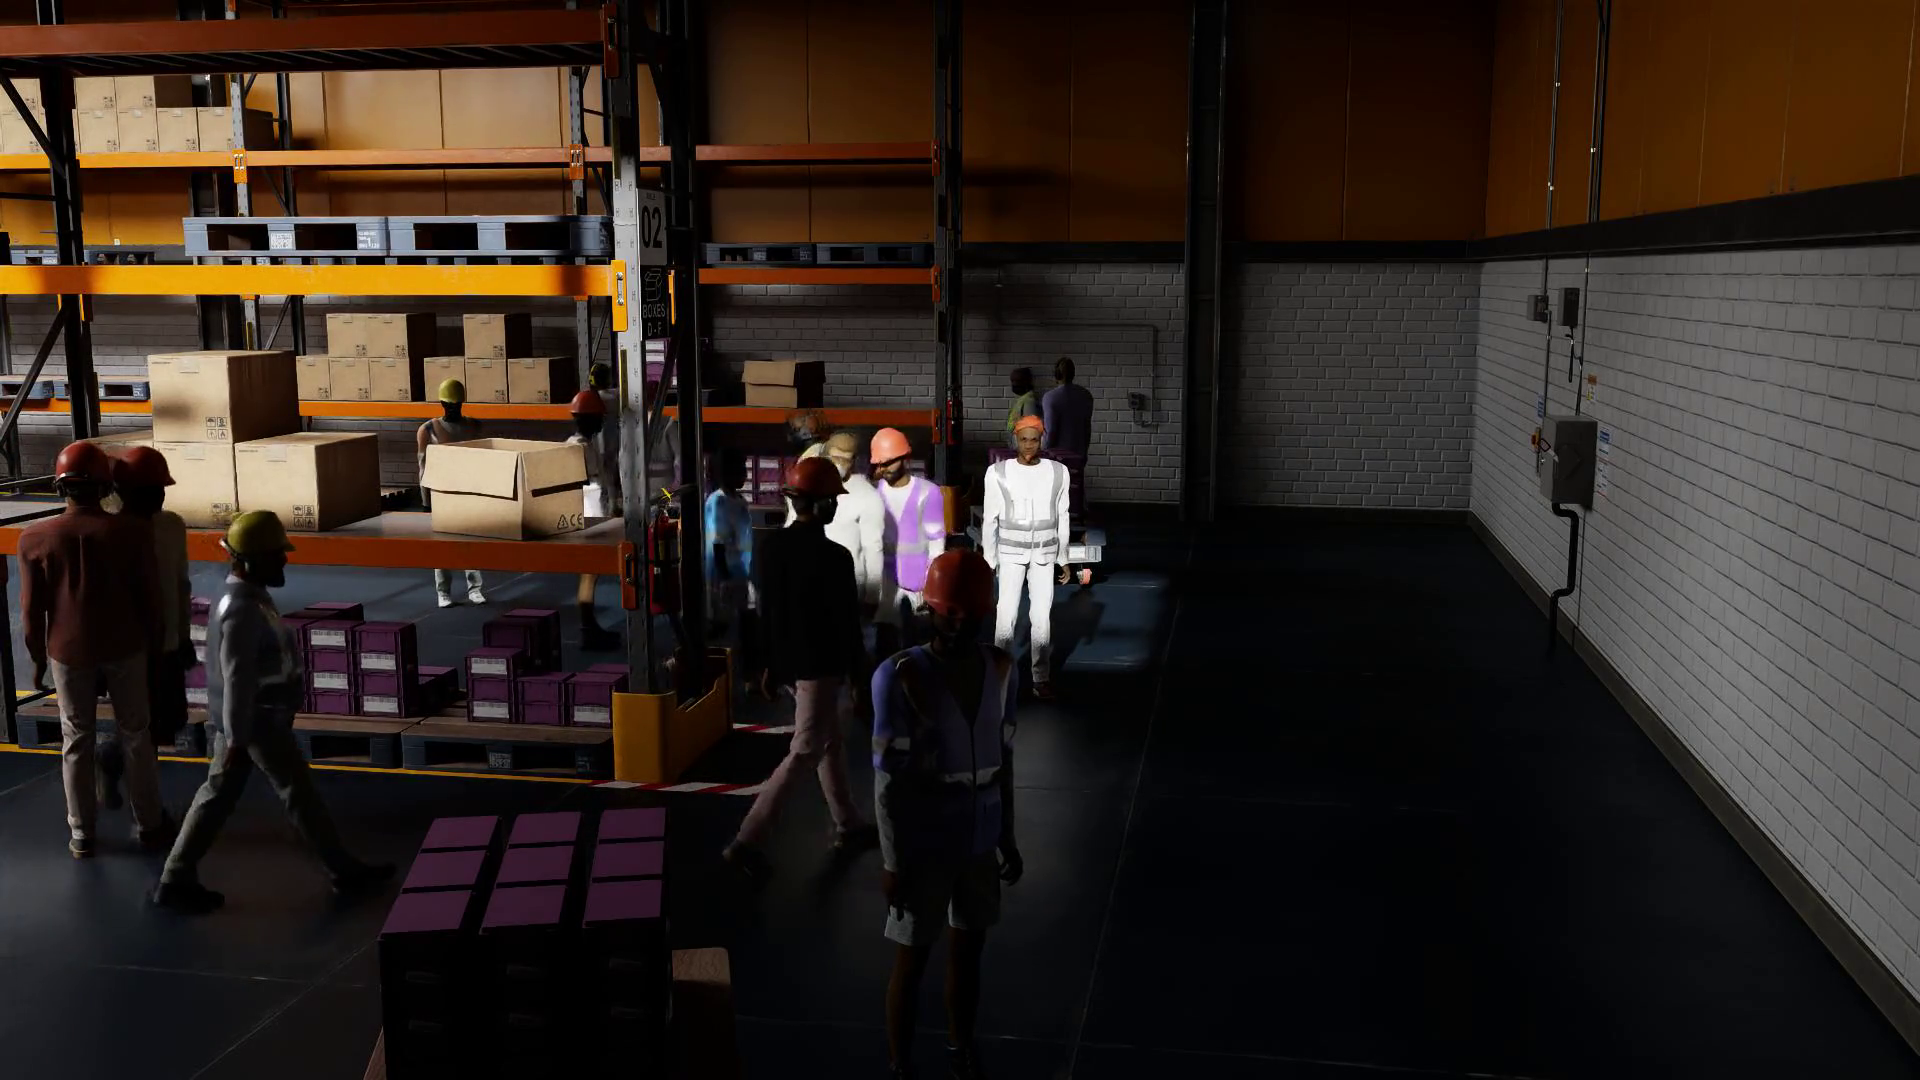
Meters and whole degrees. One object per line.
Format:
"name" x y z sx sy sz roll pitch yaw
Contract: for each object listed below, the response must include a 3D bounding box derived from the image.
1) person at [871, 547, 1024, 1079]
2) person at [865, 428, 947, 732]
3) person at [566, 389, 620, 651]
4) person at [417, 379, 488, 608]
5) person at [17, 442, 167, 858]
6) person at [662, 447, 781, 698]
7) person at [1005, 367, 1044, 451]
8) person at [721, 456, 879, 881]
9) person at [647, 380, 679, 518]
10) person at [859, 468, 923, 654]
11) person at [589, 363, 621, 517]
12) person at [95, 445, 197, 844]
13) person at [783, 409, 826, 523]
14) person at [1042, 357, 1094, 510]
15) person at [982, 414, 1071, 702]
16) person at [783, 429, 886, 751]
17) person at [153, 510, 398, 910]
"person" -0.021 0.973 5.389 0.543 1.932 0.376 -6 11 -33
"person" -0.317 0.205 10.402 0.572 1.876 0.927 2 9 14
"person" -2.728 -0.146 12.327 0.382 1.936 0.545 -3 10 -20
"person" -4.203 -0.388 13.887 0.583 1.919 0.399 -6 11 -34
"person" -4.126 0.525 7.965 0.609 1.995 0.378 -4 10 -22
"person" -1.565 0.220 10.853 0.689 1.674 0.533 3 10 16
"person" 0.651 -0.915 17.501 0.539 1.808 0.679 -1 9 -6
"person" -0.724 0.585 7.740 0.996 1.956 0.634 -8 12 -41
"person" -2.631 -0.490 14.736 0.594 1.842 0.951 5 11 30
"person" -0.419 0.291 10.577 0.530 1.614 0.350 -1 9 -9
"person" -3.721 -0.903 17.255 0.532 1.865 0.401 -6 11 -35
"person" -4.093 0.504 8.183 0.712 1.970 0.633 3 10 16
"person" -1.055 -0.044 12.035 0.444 1.822 0.629 -2 9 -14
"person" 1.062 -0.870 16.797 0.627 1.941 0.370 -7 11 -37
"person" 0.434 0.124 10.799 0.584 1.882 0.337 -2 9 -10
"person" -0.708 0.263 9.923 0.644 1.894 0.926 6 11 31
"person" -3.085 0.746 7.294 1.003 1.776 0.608 -5 10 -28
